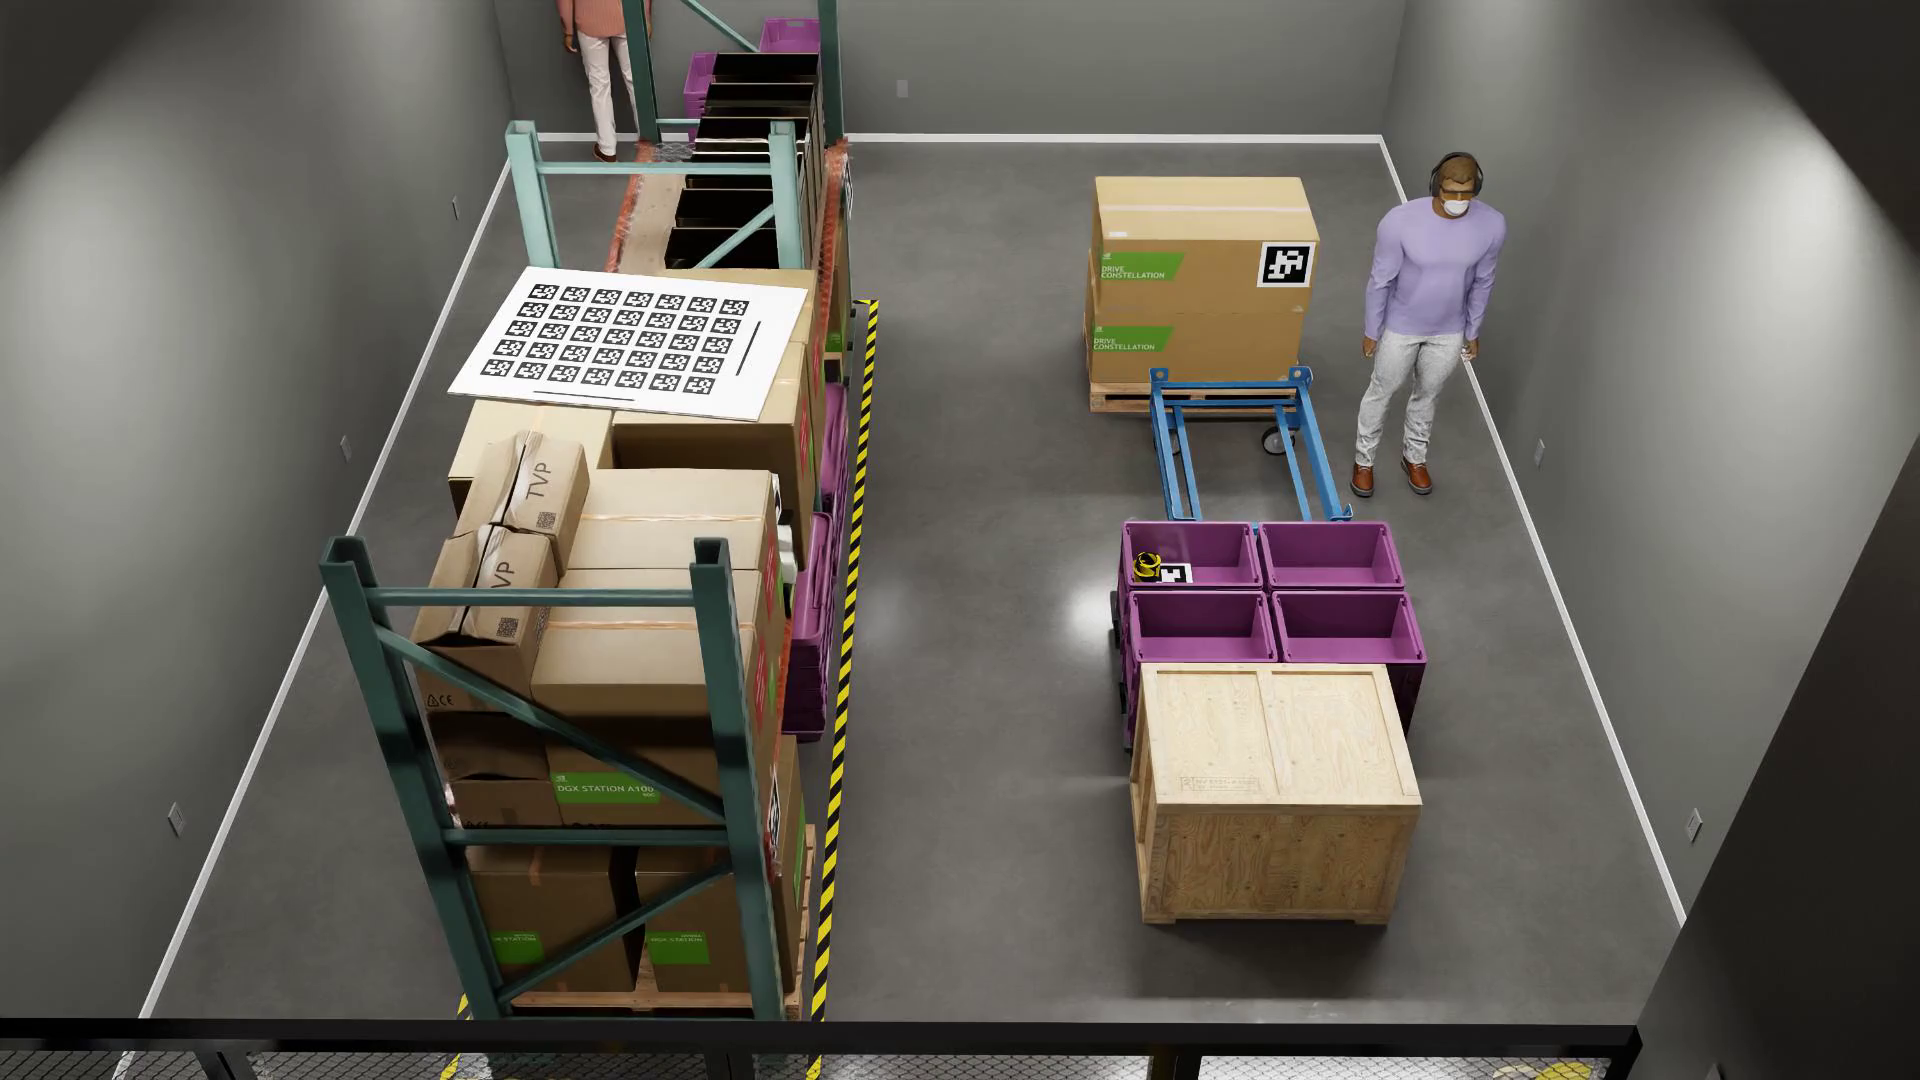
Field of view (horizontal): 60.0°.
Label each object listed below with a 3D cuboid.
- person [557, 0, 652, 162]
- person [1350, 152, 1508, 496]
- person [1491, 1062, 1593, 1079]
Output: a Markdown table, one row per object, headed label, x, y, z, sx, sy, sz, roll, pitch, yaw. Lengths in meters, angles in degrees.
| label | x | y | z | sx | sy | sz | roll | pitch | yaw |
| --- | --- | --- | --- | --- | --- | --- | --- | --- | --- |
| person | -2.337 | -3.431 | 10.984 | 0.624 | 1.993 | 0.385 | -16 | 44 | -18 |
| person | 2.320 | -1.063 | 8.326 | 0.631 | 1.940 | 0.372 | -2 | 41 | -2 |
| person | 1.601 | 2.070 | 4.832 | 0.404 | 1.833 | 0.589 | 5 | 41 | 5 |
